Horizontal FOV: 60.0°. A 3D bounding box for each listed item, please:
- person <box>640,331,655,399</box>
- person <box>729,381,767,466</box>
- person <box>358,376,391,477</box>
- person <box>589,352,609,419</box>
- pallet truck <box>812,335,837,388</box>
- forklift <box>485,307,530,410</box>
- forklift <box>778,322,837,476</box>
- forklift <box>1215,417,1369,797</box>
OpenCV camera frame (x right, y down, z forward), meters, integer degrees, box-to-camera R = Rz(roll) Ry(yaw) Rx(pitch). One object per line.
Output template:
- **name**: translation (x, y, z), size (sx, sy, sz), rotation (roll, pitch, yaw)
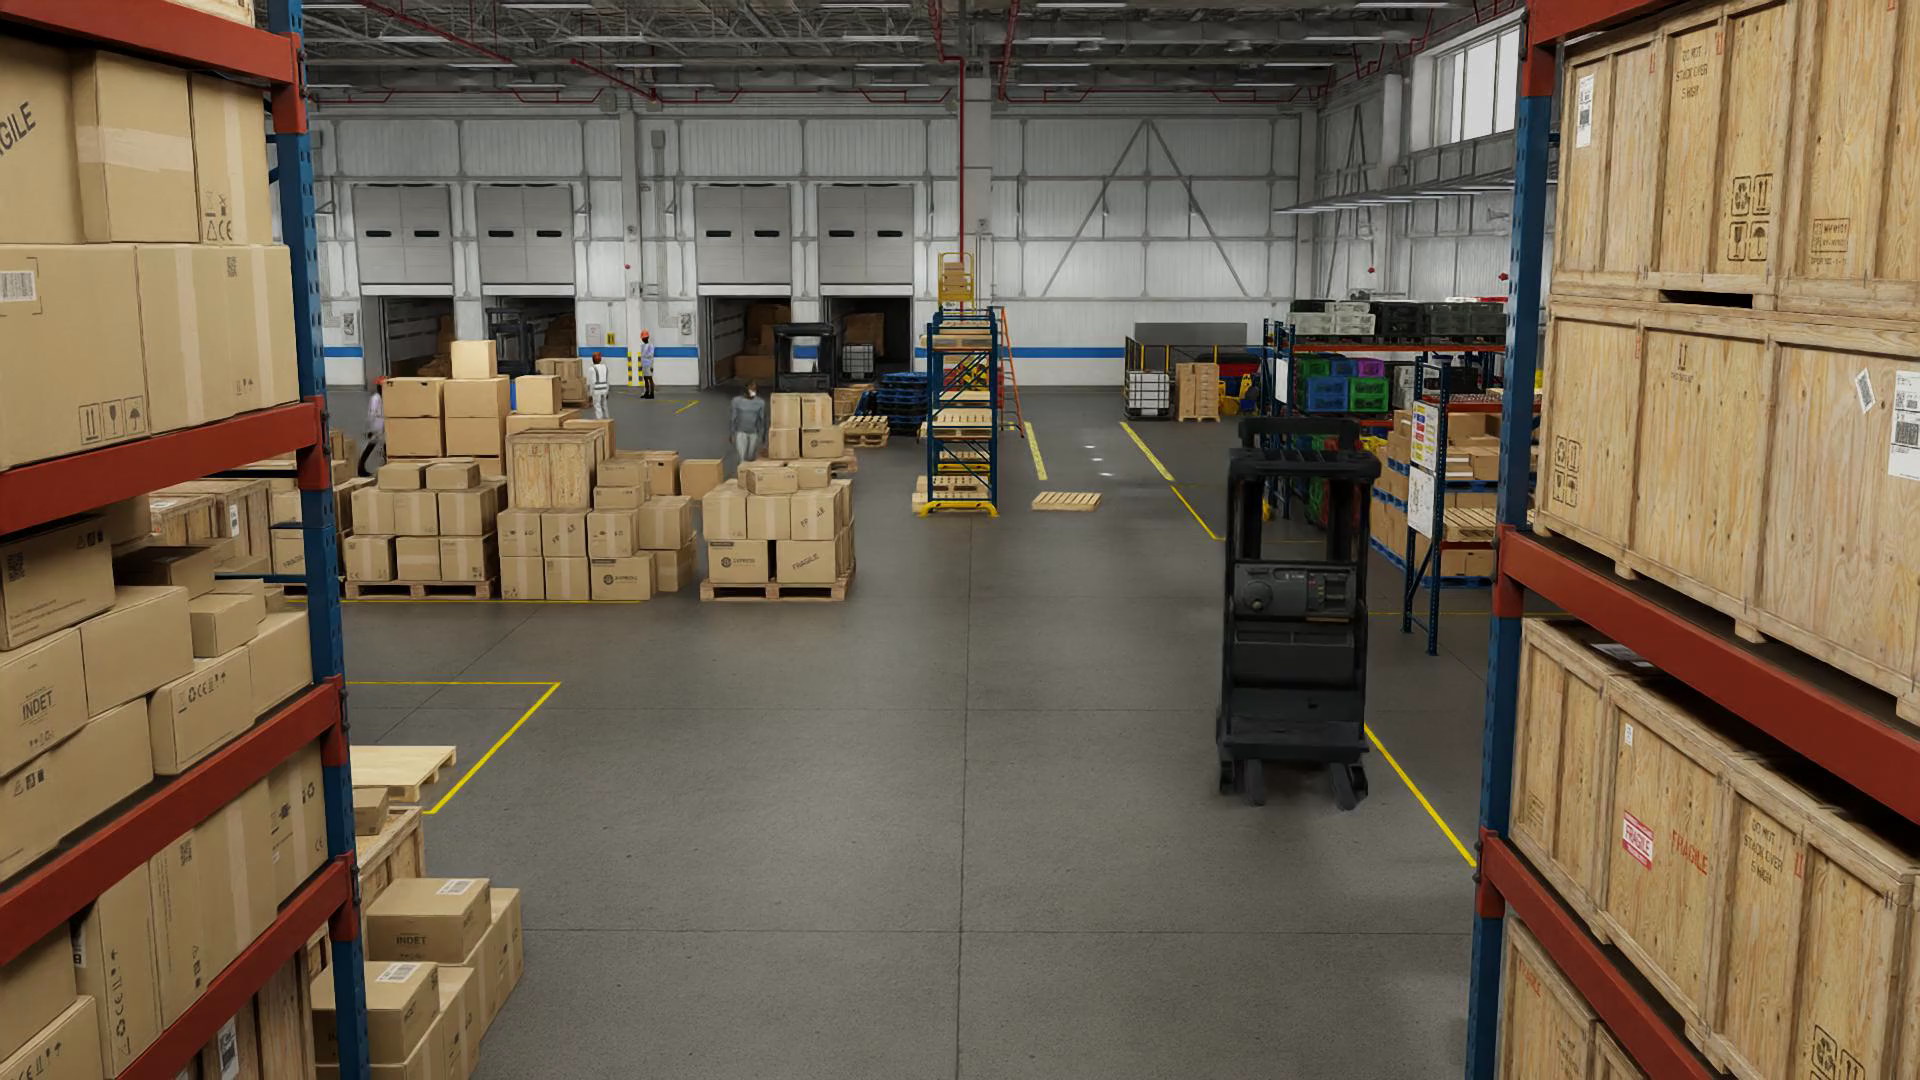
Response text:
- **person**: translation (-8.867, -4.952, 47.025), size (0.544, 1.929, 0.386), rotation (9, 14, 43)
- **person**: translation (-3.675, -1.820, 29.021), size (0.650, 1.900, 0.888), rotation (-3, 10, -17)
- **person**: translation (-10.740, -2.082, 30.642), size (0.959, 1.882, 0.534), rotation (-2, 10, -10)
- **person**: translation (-8.200, -3.330, 37.783), size (0.337, 1.882, 0.585), rotation (6, 11, 30)
- **pallet truck**: translation (-3.021, -4.312, 43.126), size (1.885, 1.965, 0.823), rotation (3, 10, 17)
- **forklift**: translation (-10.751, -4.150, 39.642), size (1.129, 2.768, 1.873), rotation (0, 10, 1)
- **forklift**: translation (-2.909, -2.674, 31.130), size (1.129, 2.768, 1.873), rotation (-1, 10, -5)
- **forklift**: translation (2.657, 0.414, 13.315), size (1.129, 2.768, 1.873), rotation (1, 10, 8)
